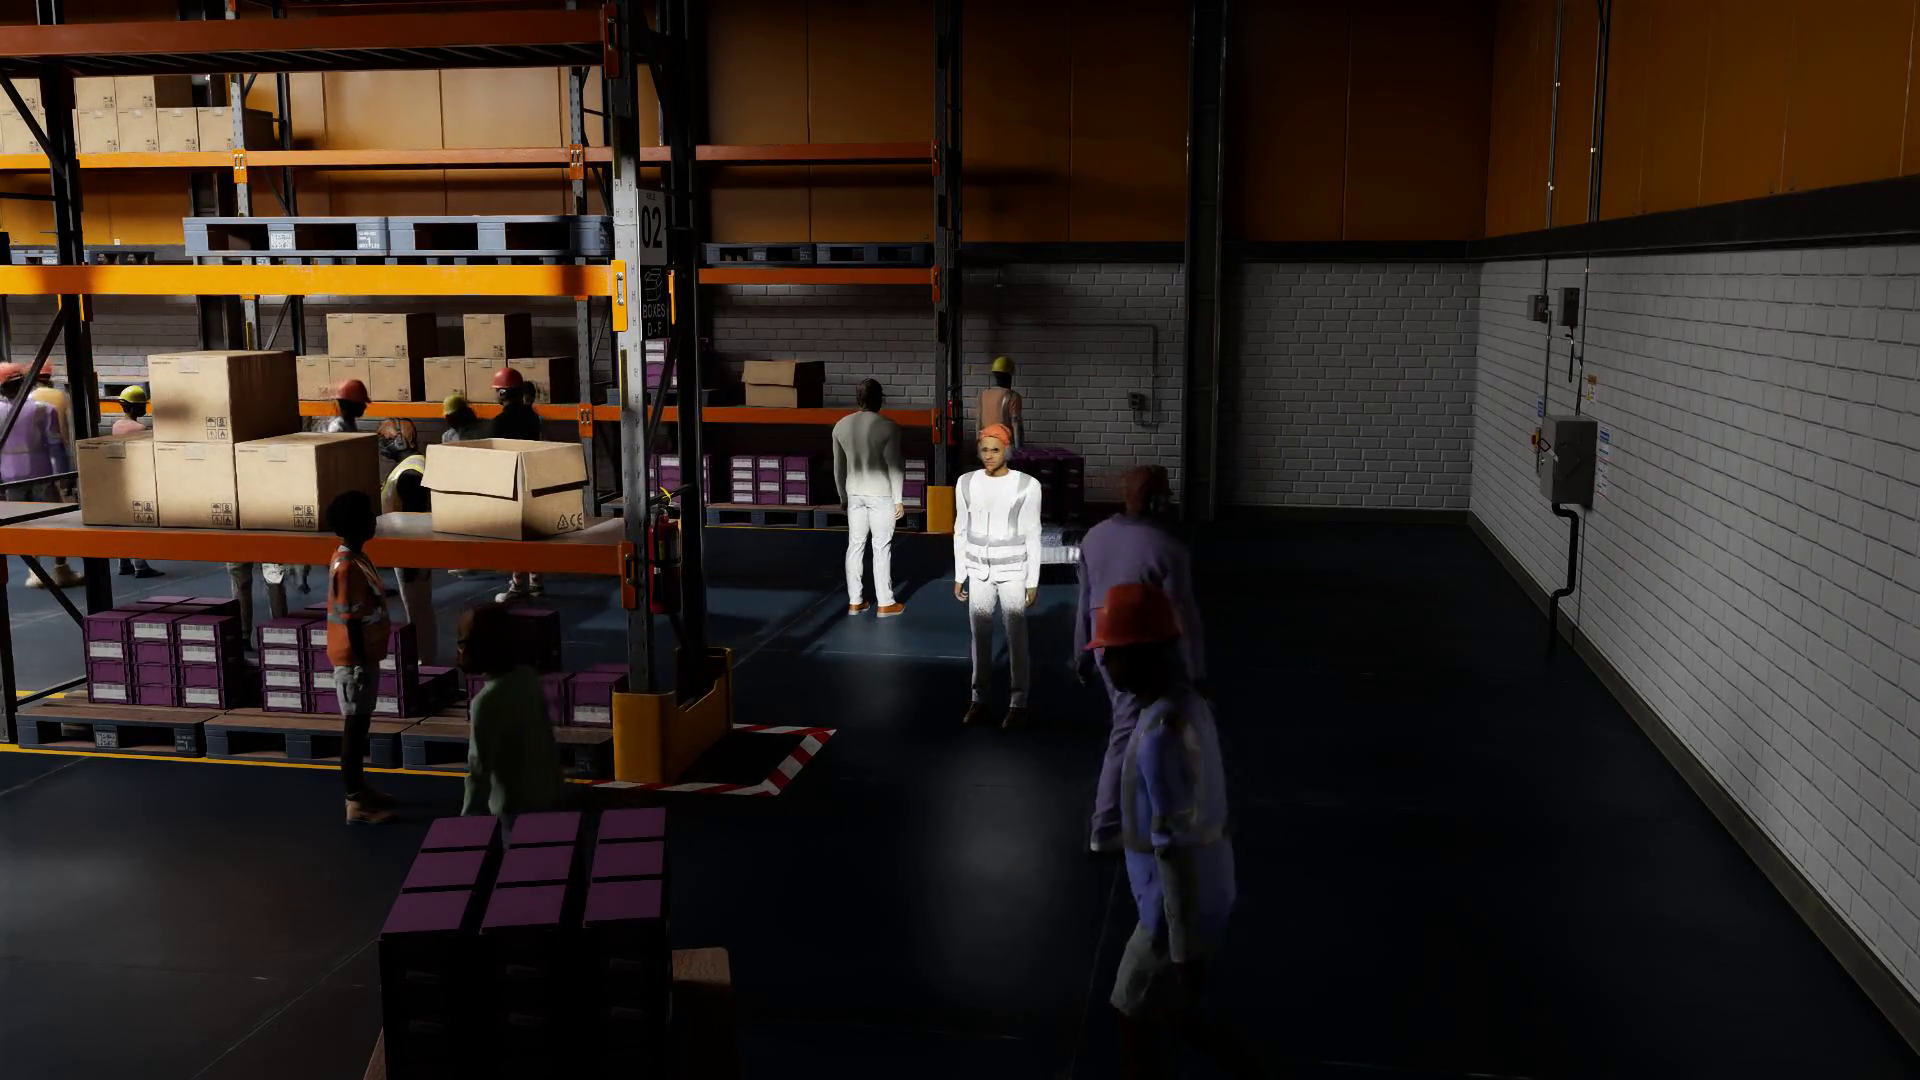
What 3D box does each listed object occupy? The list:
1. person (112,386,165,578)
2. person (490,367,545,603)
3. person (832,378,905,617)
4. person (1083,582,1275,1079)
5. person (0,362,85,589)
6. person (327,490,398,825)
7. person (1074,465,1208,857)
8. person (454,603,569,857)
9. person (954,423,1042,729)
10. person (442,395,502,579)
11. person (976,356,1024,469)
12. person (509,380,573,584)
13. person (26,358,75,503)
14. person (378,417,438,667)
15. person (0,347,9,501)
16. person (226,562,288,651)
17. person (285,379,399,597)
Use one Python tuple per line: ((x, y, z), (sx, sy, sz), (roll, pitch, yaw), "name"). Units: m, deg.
((-7.566, -0.535, 15.289), (0.522, 1.758, 0.350), (6, 11, 35), "person")
((-3.773, -0.463, 14.096), (0.395, 1.993, 0.614), (3, 10, 18), "person")
((-0.729, -0.340, 13.510), (0.627, 1.941, 0.371), (5, 10, 26), "person")
((0.710, 1.069, 4.901), (0.734, 1.899, 0.552), (3, 10, 20), "person")
((-8.200, -0.558, 14.680), (0.719, 2.009, 0.386), (-3, 10, -18), "person")
((-3.052, 0.592, 8.466), (0.315, 1.698, 0.541), (-3, 10, -18), "person")
((0.939, 0.565, 8.117), (0.933, 1.862, 0.676), (-7, 12, -37), "person")
((-1.707, 1.012, 6.212), (0.878, 1.569, 0.514), (1, 9, 4), "person")
((0.232, 0.219, 10.245), (0.578, 1.875, 0.350), (4, 10, 24), "person")
((-4.454, -0.493, 15.249), (0.521, 1.674, 0.768), (3, 10, 18), "person")
((0.440, -0.940, 17.277), (0.594, 1.922, 0.387), (8, 12, 41), "person")
((-3.747, -0.519, 14.903), (0.586, 1.856, 0.522), (-5, 10, -28), "person")
((-9.720, -0.988, 17.693), (1.020, 1.884, 0.560), (6, 11, 31), "person")
((-3.699, 0.094, 11.152), (0.429, 1.836, 0.629), (-4, 10, -22), "person")
((-10.778, -1.223, 18.670), (0.701, 2.000, 0.556), (0, 9, -3), "person")
((-5.257, -0.098, 12.335), (0.601, 1.831, 0.404), (-7, 12, -38), "person")
((-5.326, -0.425, 14.187), (0.861, 1.903, 0.559), (-2, 9, -12), "person")
